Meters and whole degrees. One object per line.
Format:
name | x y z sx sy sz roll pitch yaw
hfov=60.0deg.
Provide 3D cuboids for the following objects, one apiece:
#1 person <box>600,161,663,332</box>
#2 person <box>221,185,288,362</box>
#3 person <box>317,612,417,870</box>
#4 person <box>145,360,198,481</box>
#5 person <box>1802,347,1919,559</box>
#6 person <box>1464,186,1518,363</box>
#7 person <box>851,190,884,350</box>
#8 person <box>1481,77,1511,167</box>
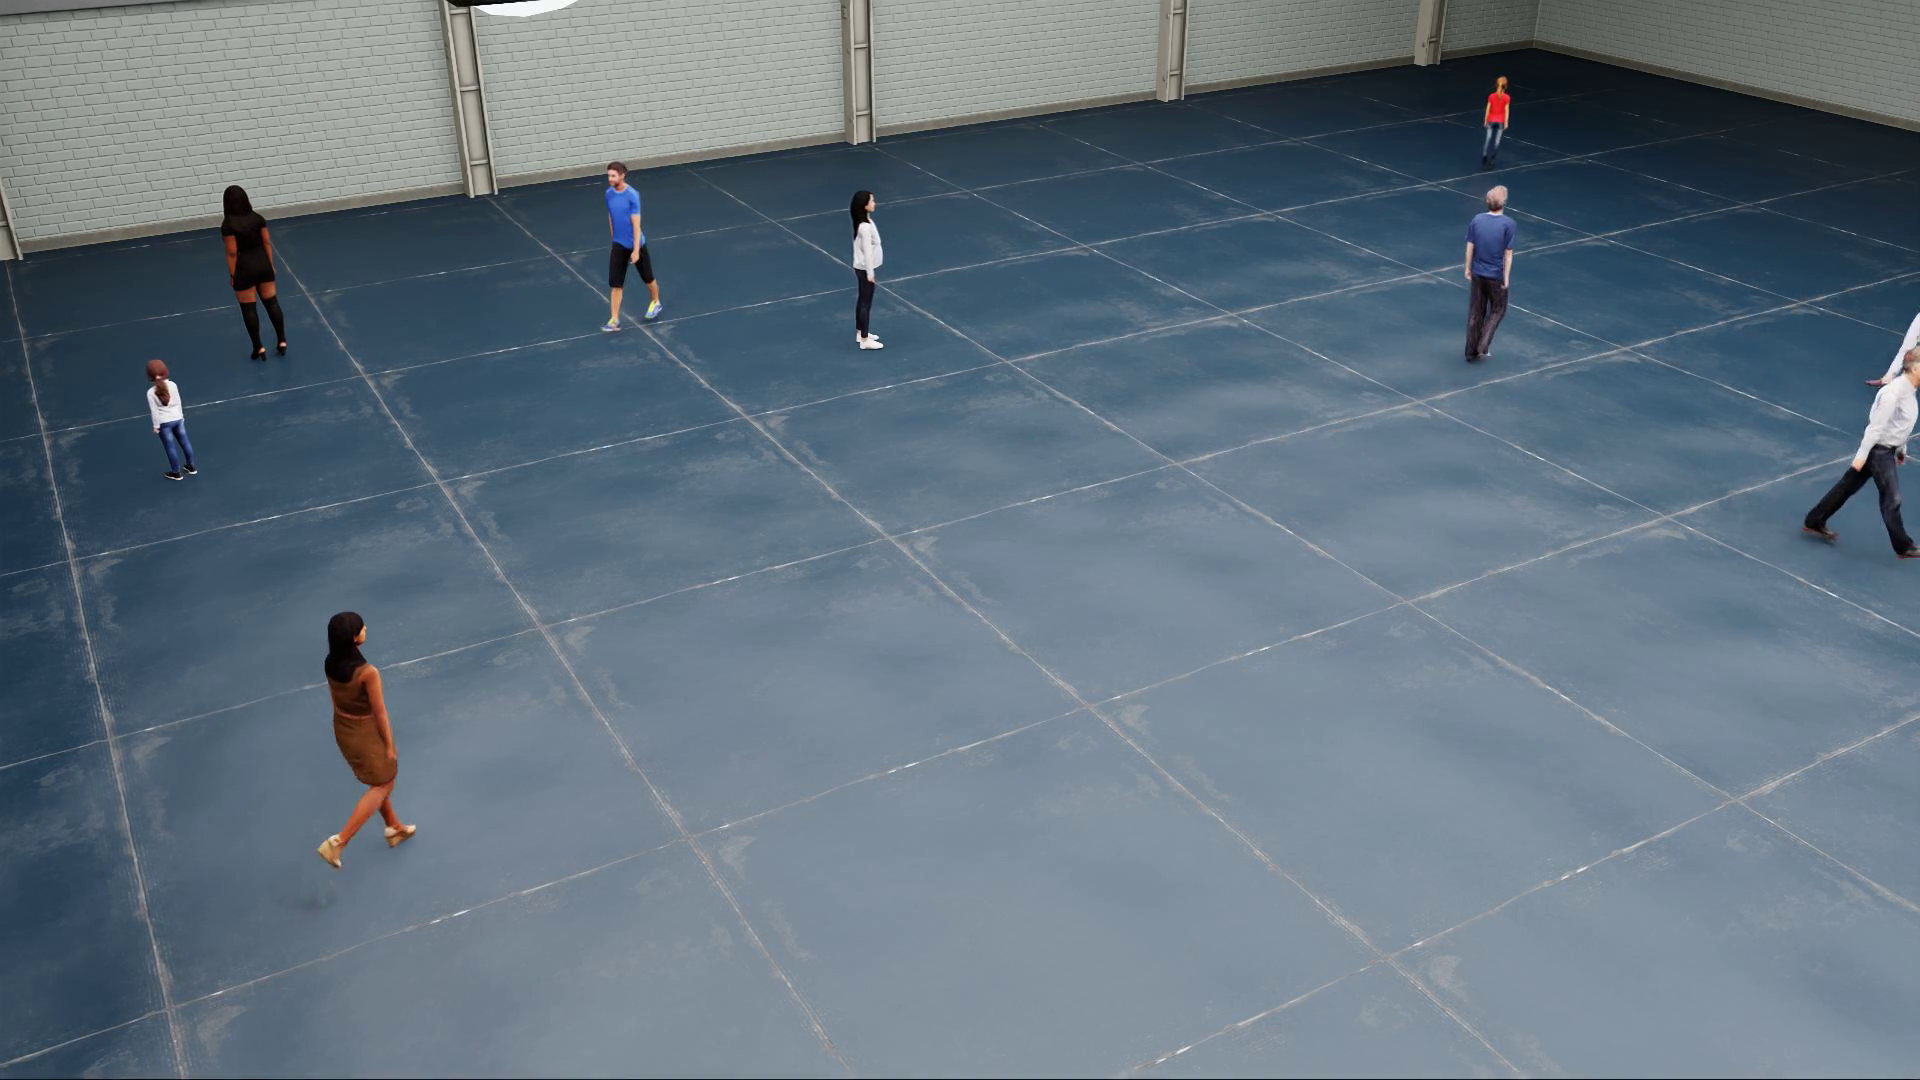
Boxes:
person | -3.567 -3.238 18.263 1.126 1.817 1.287 11 29 21
person | -7.387 -2.791 17.352 0.629 1.855 0.766 -25 36 -39
person | -3.561 1.214 9.774 0.840 1.673 1.017 15 31 27
person | -7.066 -1.088 14.856 0.578 1.113 0.502 18 32 30
person | 7.342 -0.727 13.455 1.021 1.753 1.250 20 34 34
person | 5.429 -2.707 17.181 0.776 1.863 0.773 20 33 33
person | -1.009 -2.896 17.726 0.654 1.700 0.678 -5 28 -9
person | 7.875 -6.135 24.455 0.652 1.298 0.745 13 30 24
